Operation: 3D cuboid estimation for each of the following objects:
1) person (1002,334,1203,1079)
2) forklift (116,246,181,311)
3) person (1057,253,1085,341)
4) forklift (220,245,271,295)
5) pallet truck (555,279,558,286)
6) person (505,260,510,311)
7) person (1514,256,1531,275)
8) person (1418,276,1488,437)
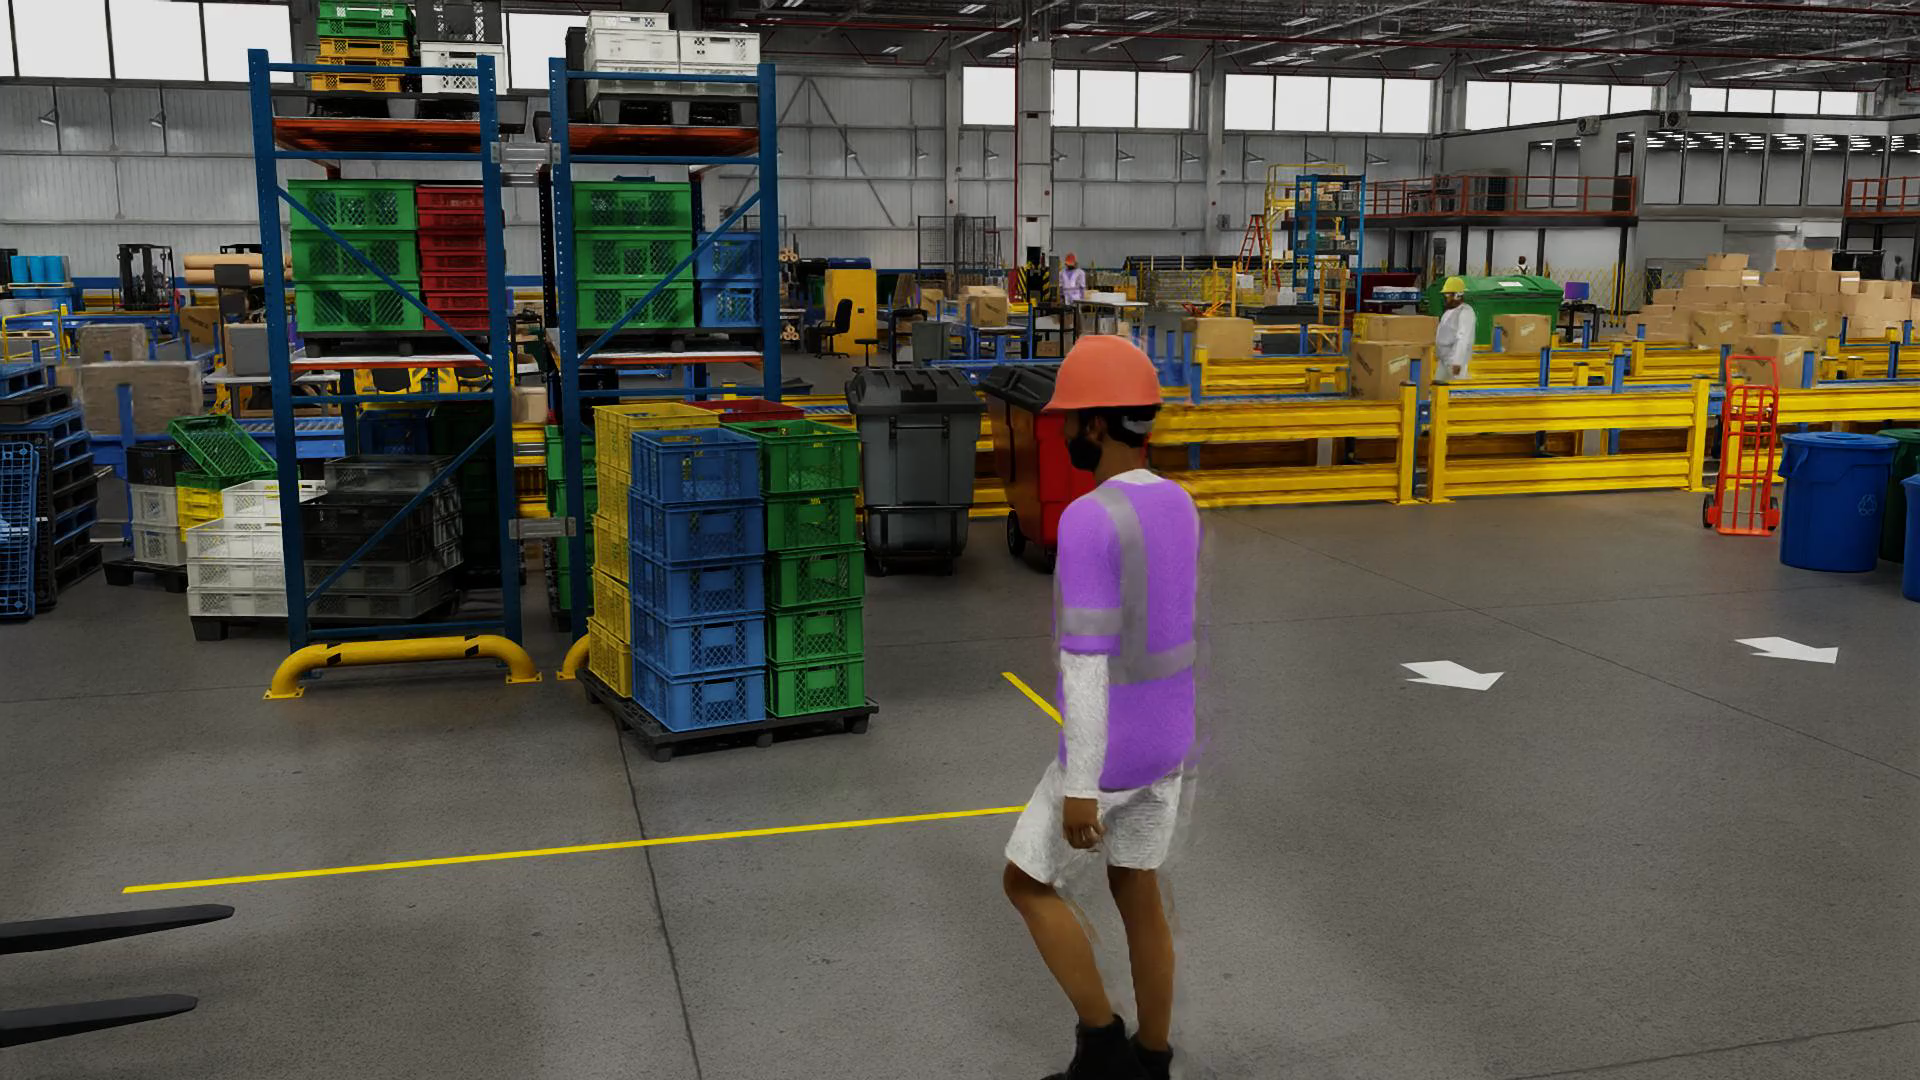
[{"bbox_3d":[0.347,0.474,3.984,0.471,1.916,0.580,7,12,35],"label":"person"},{"bbox_3d":[-19.966,-6.232,40.894,1.157,1.987,2.680,-3,10,-15],"label":"forklift"},{"bbox_3d":[2.400,-5.213,36.039,0.660,1.963,1.063,4,11,22],"label":"person"},{"bbox_3d":[-17.749,-6.334,41.440,1.157,1.987,2.680,-3,10,-17],"label":"forklift"},{"bbox_3d":[-10.604,-6.375,44.520,0.653,1.274,1.630,-3,10,-15],"label":"pallet truck"},{"bbox_3d":[-9.857,-5.158,36.064,0.988,1.854,0.669,-4,11,-22],"label":"person"},{"bbox_3d":[16.722,-7.539,49.571,0.513,1.846,0.340,-1,10,-5],"label":"person"},{"bbox_3d":[5.478,-1.992,18.291,0.805,1.803,0.595,-2,10,-12],"label":"person"}]
